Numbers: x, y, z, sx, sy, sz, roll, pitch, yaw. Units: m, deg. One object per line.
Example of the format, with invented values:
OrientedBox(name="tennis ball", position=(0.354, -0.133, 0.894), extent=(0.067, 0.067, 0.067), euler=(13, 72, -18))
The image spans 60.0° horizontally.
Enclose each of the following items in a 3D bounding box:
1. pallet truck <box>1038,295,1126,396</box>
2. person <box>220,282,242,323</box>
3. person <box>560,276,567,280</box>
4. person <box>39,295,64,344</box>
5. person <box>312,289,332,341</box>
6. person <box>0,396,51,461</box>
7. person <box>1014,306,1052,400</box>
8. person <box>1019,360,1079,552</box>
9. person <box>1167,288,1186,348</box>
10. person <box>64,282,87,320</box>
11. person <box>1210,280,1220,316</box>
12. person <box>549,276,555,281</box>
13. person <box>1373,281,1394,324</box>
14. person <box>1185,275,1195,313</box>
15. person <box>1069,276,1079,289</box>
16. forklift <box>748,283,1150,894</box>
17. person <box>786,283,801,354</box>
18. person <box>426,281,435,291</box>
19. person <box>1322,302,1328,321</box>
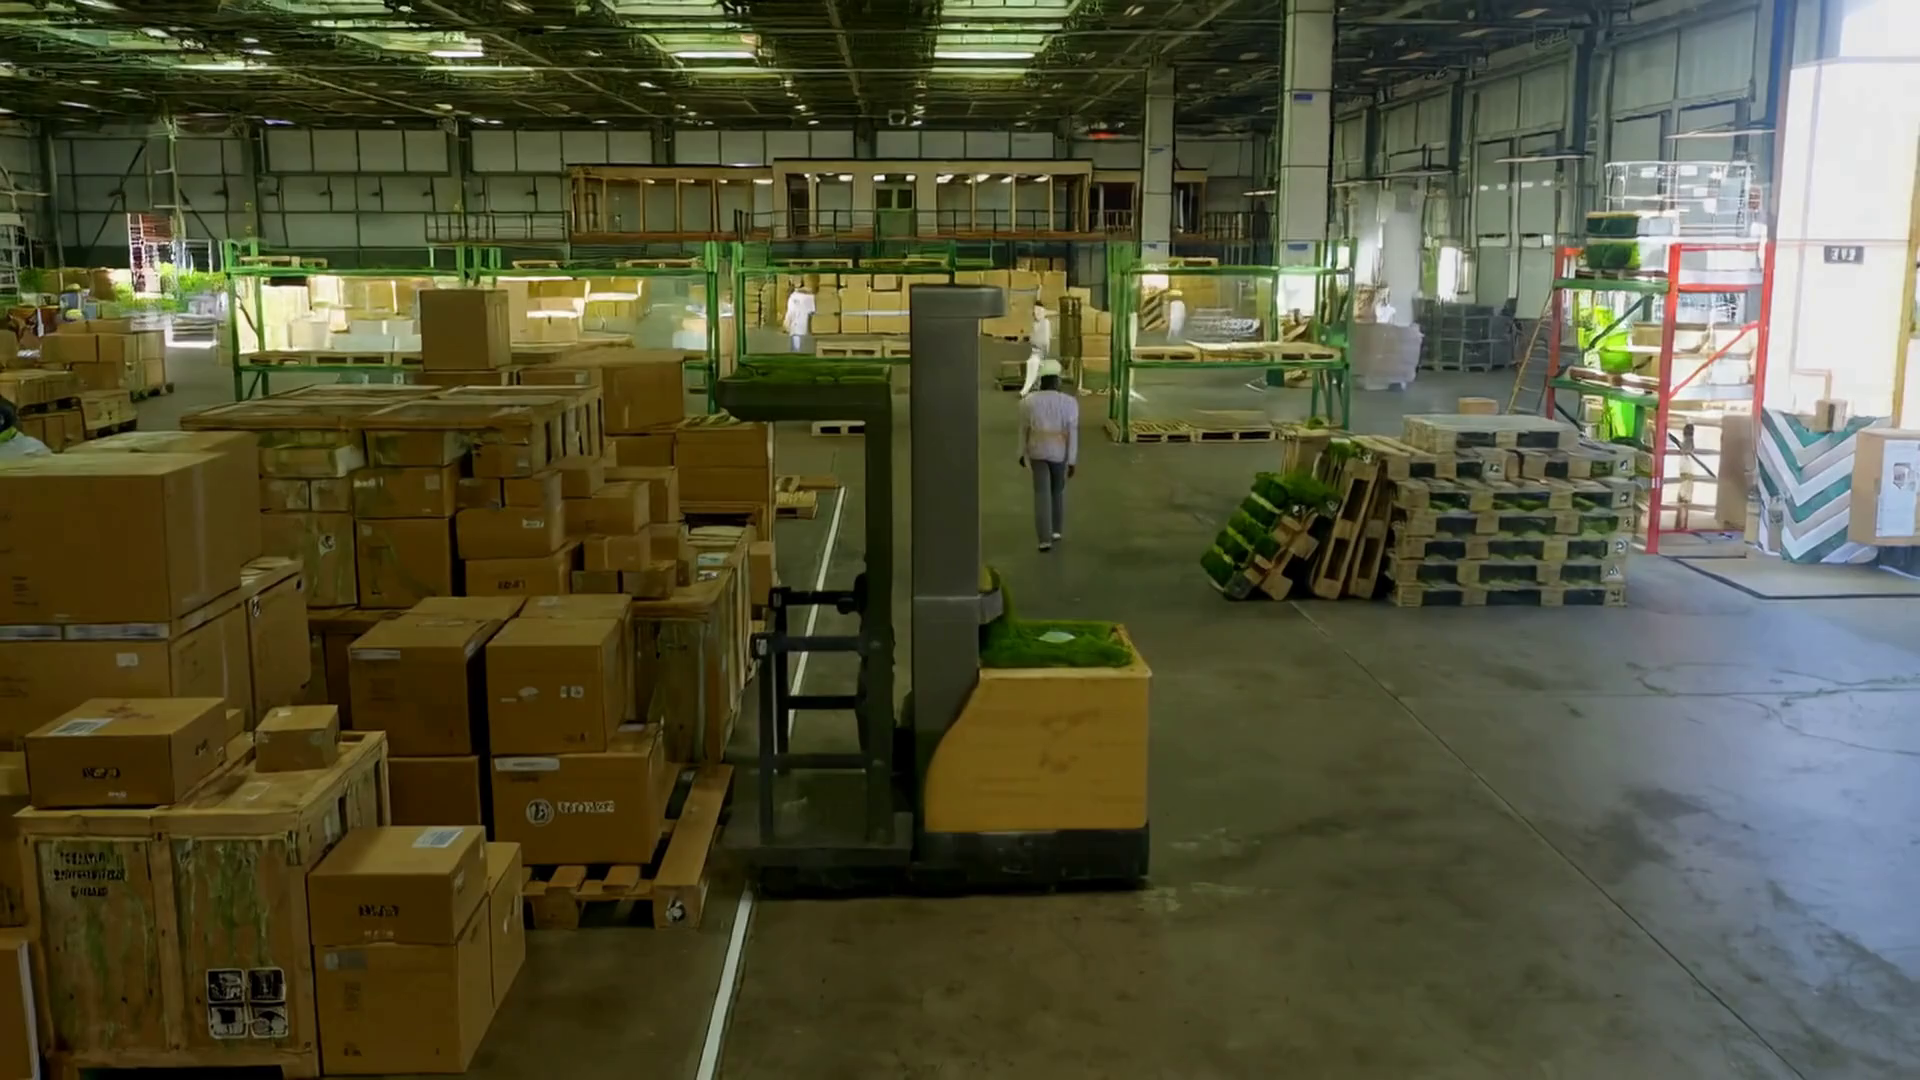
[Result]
OrientedBox(name="pallet truck", position=(2.483, -3.881, 33.060), extent=(1.885, 1.965, 0.823), euler=(-7, 13, -36))
OrientedBox(name="person", position=(-20.860, -6.468, 47.640), extent=(0.551, 1.934, 0.373), euler=(-3, 11, -17))
OrientedBox(name="person", position=(-13.477, -8.018, 56.246), extent=(0.626, 1.950, 0.701), euler=(7, 12, 35))
OrientedBox(name="person", position=(-19.772, -4.396, 36.285), extent=(0.521, 1.873, 0.335), euler=(-3, 11, -17))
OrientedBox(name="person", position=(-17.078, -5.825, 44.534), extent=(0.523, 1.769, 0.322), euler=(-2, 10, -10))
OrientedBox(name="person", position=(-6.874, -0.080, 12.050), extent=(0.636, 1.939, 0.362), euler=(1, 10, 4))
OrientedBox(name="person", position=(1.408, -3.526, 31.587), extent=(0.833, 1.811, 0.660), euler=(-4, 11, -19))
OrientedBox(name="person", position=(0.884, -0.859, 16.606), extent=(0.593, 1.862, 1.024), euler=(0, 10, 1))
OrientedBox(name="person", position=(5.442, -5.305, 41.270), extent=(0.542, 1.911, 0.920), euler=(-8, 13, -39))
OrientedBox(name="person", position=(-23.851, -5.981, 44.928), extent=(0.551, 1.934, 0.373), euler=(0, 10, 1))
OrientedBox(name="person", position=(9.199, -8.496, 59.583), extent=(0.859, 1.709, 0.500), euler=(7, 12, 33))
OrientedBox(name="person", position=(-14.849, -8.760, 60.777), extent=(0.521, 1.813, 0.916), euler=(-6, 12, -29))
OrientedBox(name="person", position=(13.231, -7.177, 51.918), extent=(0.661, 1.815, 0.783), euler=(4, 11, 23))
OrientedBox(name="person", position=(9.804, -10.651, 70.812), extent=(0.404, 1.987, 0.611), euler=(9, 13, 40))
OrientedBox(name="person", position=(3.797, -7.941, 56.054), extent=(0.368, 1.873, 0.592), euler=(-7, 12, -34))
OrientedBox(name="forklift", position=(-0.058, 0.174, 8.009), extent=(1.873, 2.768, 1.129), euler=(0, 10, -2))
OrientedBox(name="person", position=(-4.426, -5.870, 44.308), extent=(0.356, 1.936, 0.638), euler=(-4, 11, -22))
OrientedBox(name="person", position=(-16.850, -7.314, 52.764), extent=(1.013, 1.788, 0.523), euler=(-1, 10, -4))
OrientedBox(name="person", position=(8.529, -5.080, 39.957), extent=(0.608, 1.915, 0.416), euler=(6, 12, 29))
